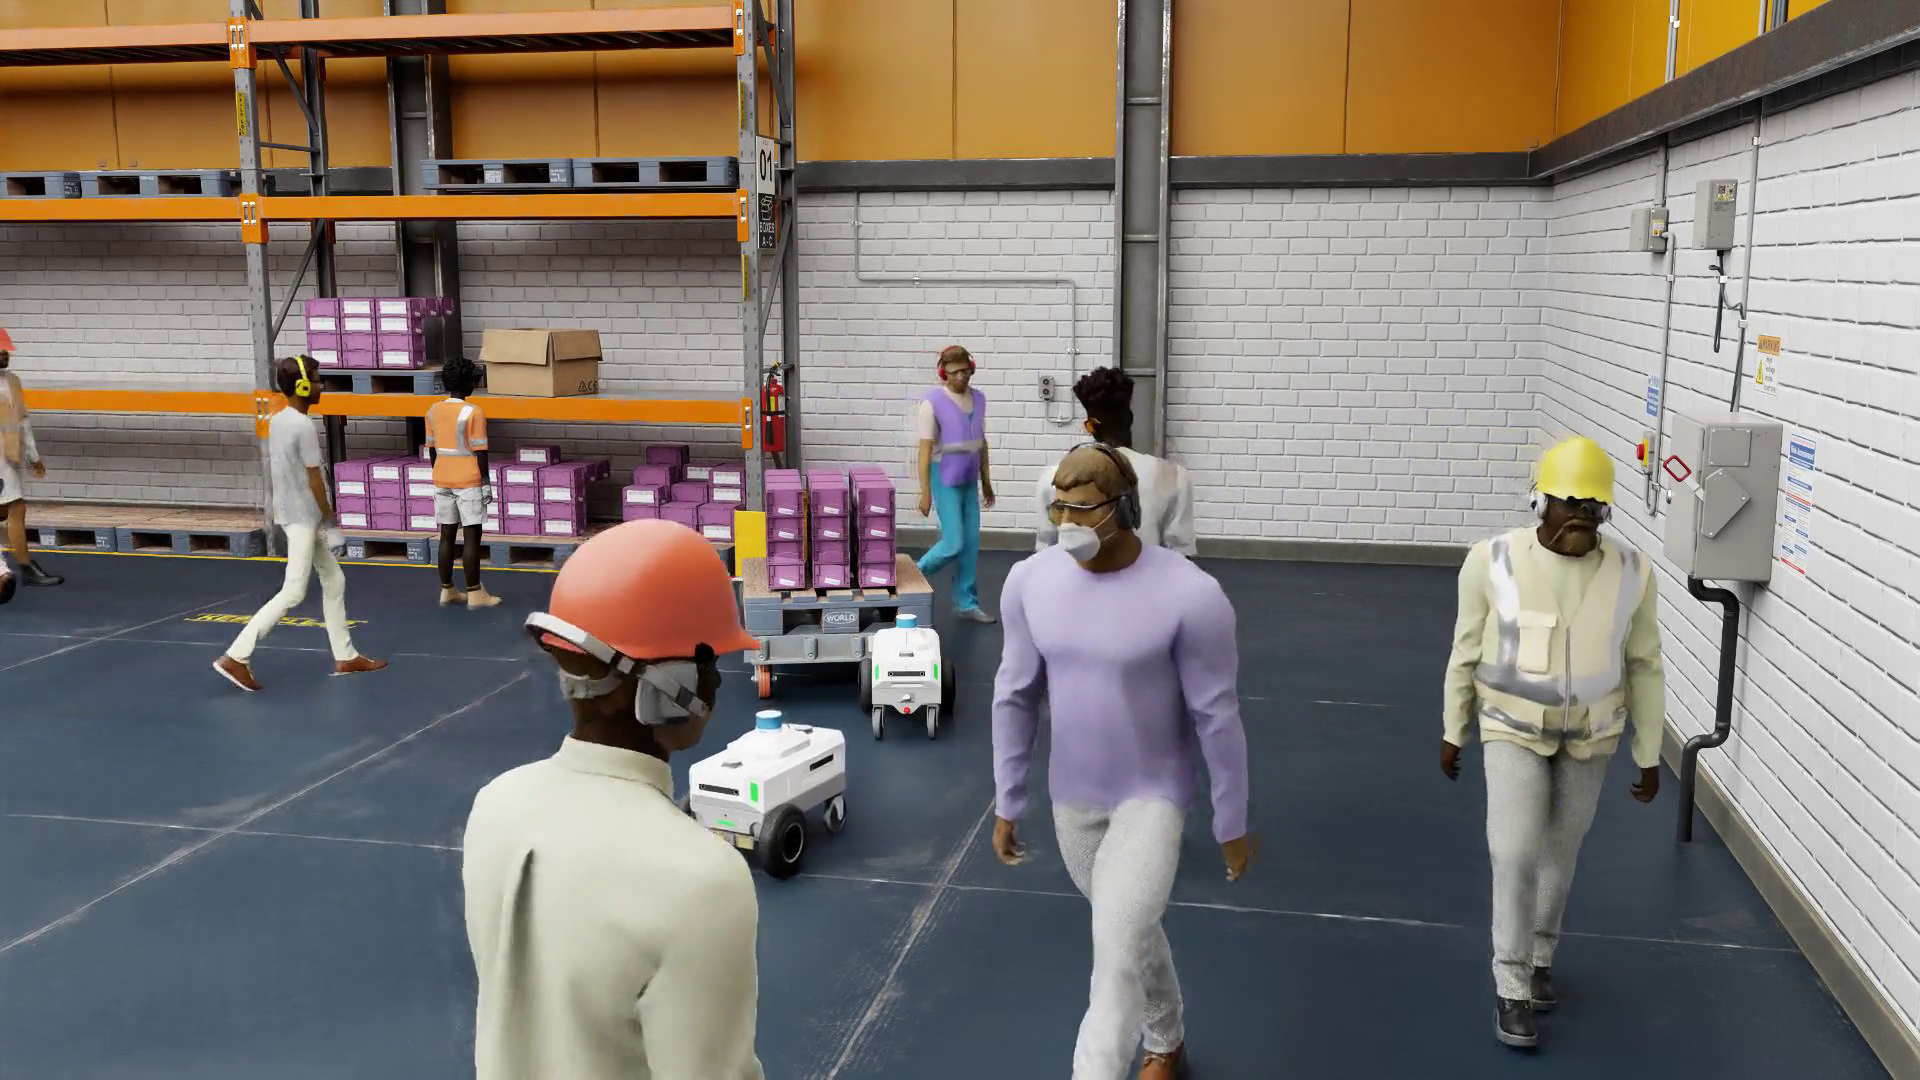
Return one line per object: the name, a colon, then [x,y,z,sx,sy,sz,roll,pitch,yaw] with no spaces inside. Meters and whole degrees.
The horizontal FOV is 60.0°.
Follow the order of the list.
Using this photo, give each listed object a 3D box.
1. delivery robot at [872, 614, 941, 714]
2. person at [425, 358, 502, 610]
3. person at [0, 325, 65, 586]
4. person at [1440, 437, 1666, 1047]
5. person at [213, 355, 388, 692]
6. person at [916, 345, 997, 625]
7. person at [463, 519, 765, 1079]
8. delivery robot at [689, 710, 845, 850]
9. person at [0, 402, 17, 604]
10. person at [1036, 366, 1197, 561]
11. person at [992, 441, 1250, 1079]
delivery robot: [-0.269,0.618,8.368,0.477,0.478,0.707,0,9,-2]
person: [-3.361,-0.379,11.224,0.540,1.695,0.318,6,11,31]
person: [-6.978,-0.601,11.958,0.895,1.911,0.556,1,9,3]
person: [1.797,0.601,4.975,0.626,1.804,0.713,1,9,5]
person: [-3.673,-0.095,9.133,0.903,1.835,0.521,-7,11,-35]
person: [-0.072,-0.352,10.691,0.563,1.817,0.599,7,11,35]
person: [-0.448,0.955,2.342,0.646,1.976,0.440,9,13,44]
delivery robot: [-0.750,0.917,6.567,0.477,0.478,0.707,5,11,26]
person: [-6.619,-0.425,10.927,0.450,1.895,0.649,3,10,17]
person: [0.595,0.296,6.449,0.609,1.932,0.673,0,9,1]
person: [0.385,0.681,4.258,0.644,1.877,1.076,7,12,35]
